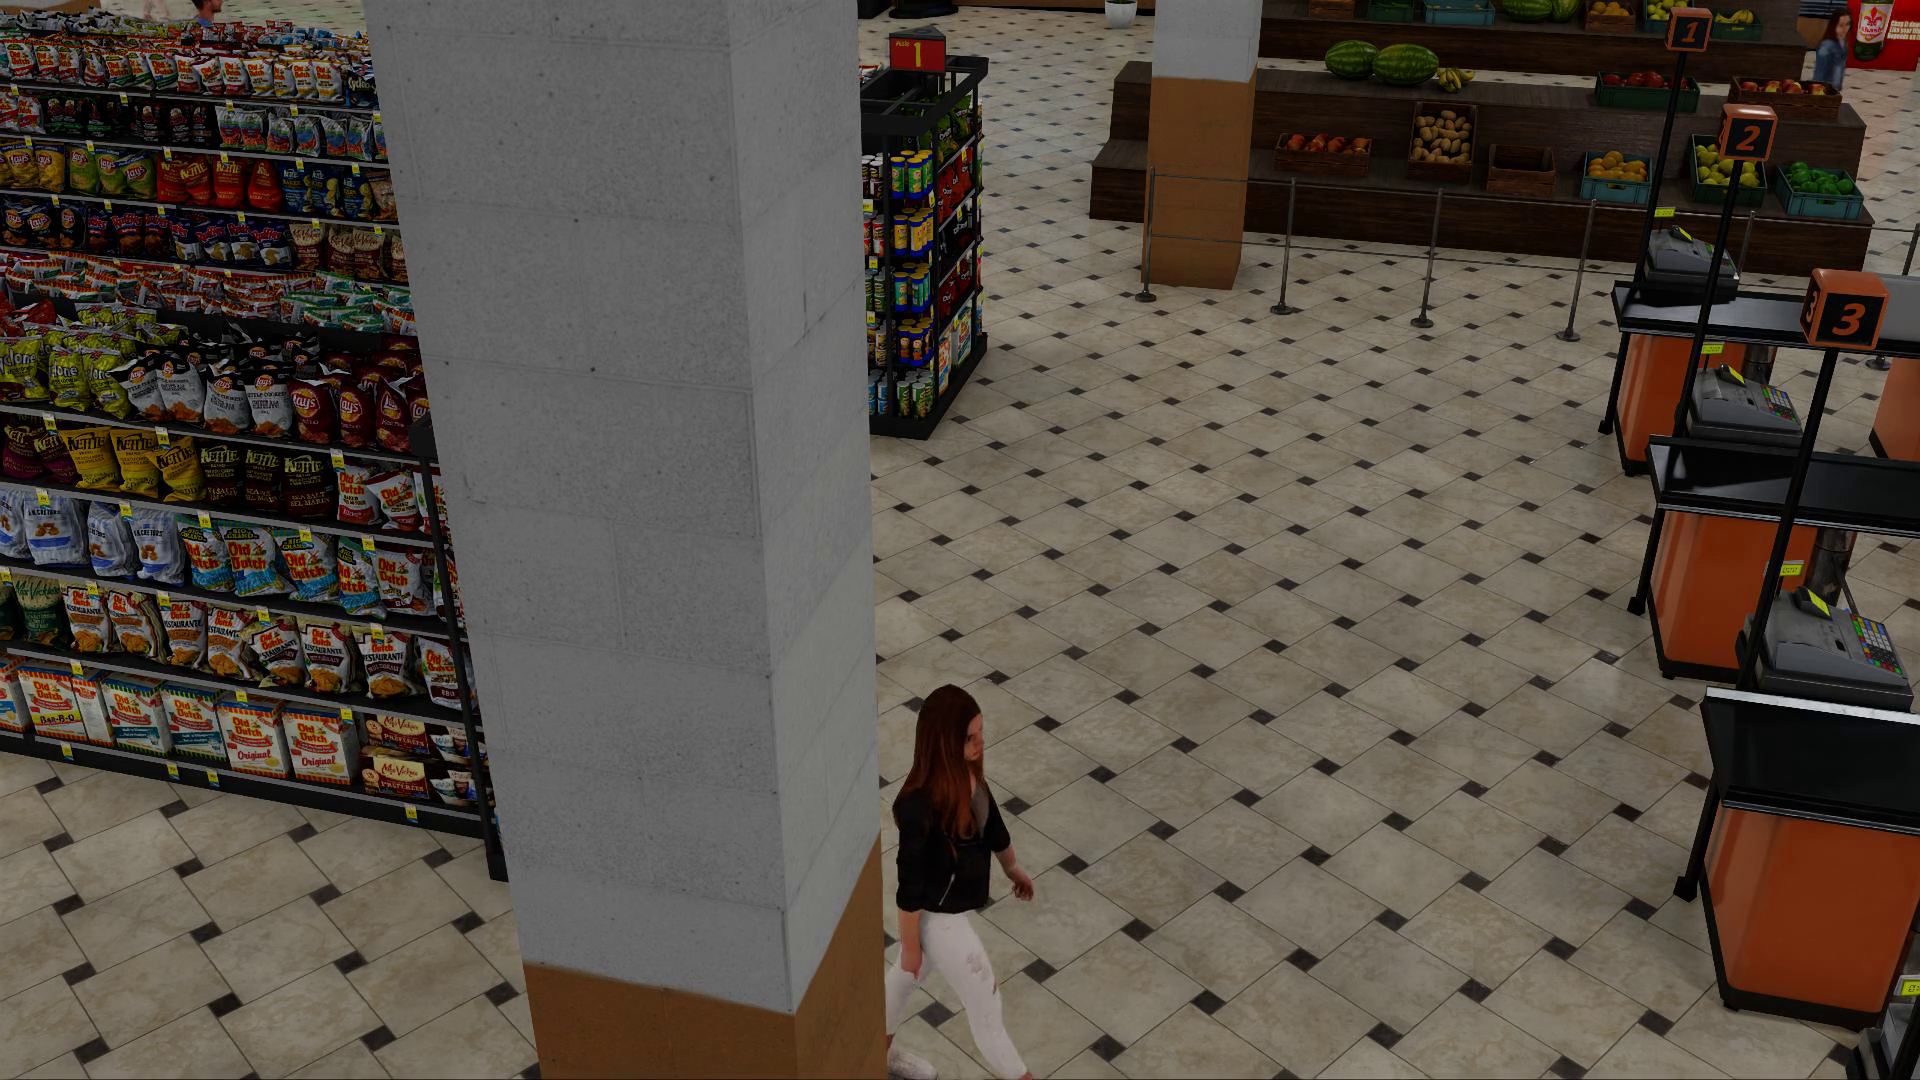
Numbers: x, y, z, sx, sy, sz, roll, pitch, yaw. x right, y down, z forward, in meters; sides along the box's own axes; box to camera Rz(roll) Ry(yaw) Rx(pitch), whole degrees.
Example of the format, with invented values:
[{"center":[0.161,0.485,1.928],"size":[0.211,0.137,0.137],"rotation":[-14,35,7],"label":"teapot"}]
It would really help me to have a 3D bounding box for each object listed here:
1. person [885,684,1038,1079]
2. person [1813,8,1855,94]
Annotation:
[{"center":[-0.138,1.148,5.272],"size":[1.058,1.666,0.615],"rotation":[6,29,11],"label":"person"},{"center":[7.735,-4.047,15.007],"size":[0.875,1.456,0.984],"rotation":[-23,36,-35],"label":"person"}]
